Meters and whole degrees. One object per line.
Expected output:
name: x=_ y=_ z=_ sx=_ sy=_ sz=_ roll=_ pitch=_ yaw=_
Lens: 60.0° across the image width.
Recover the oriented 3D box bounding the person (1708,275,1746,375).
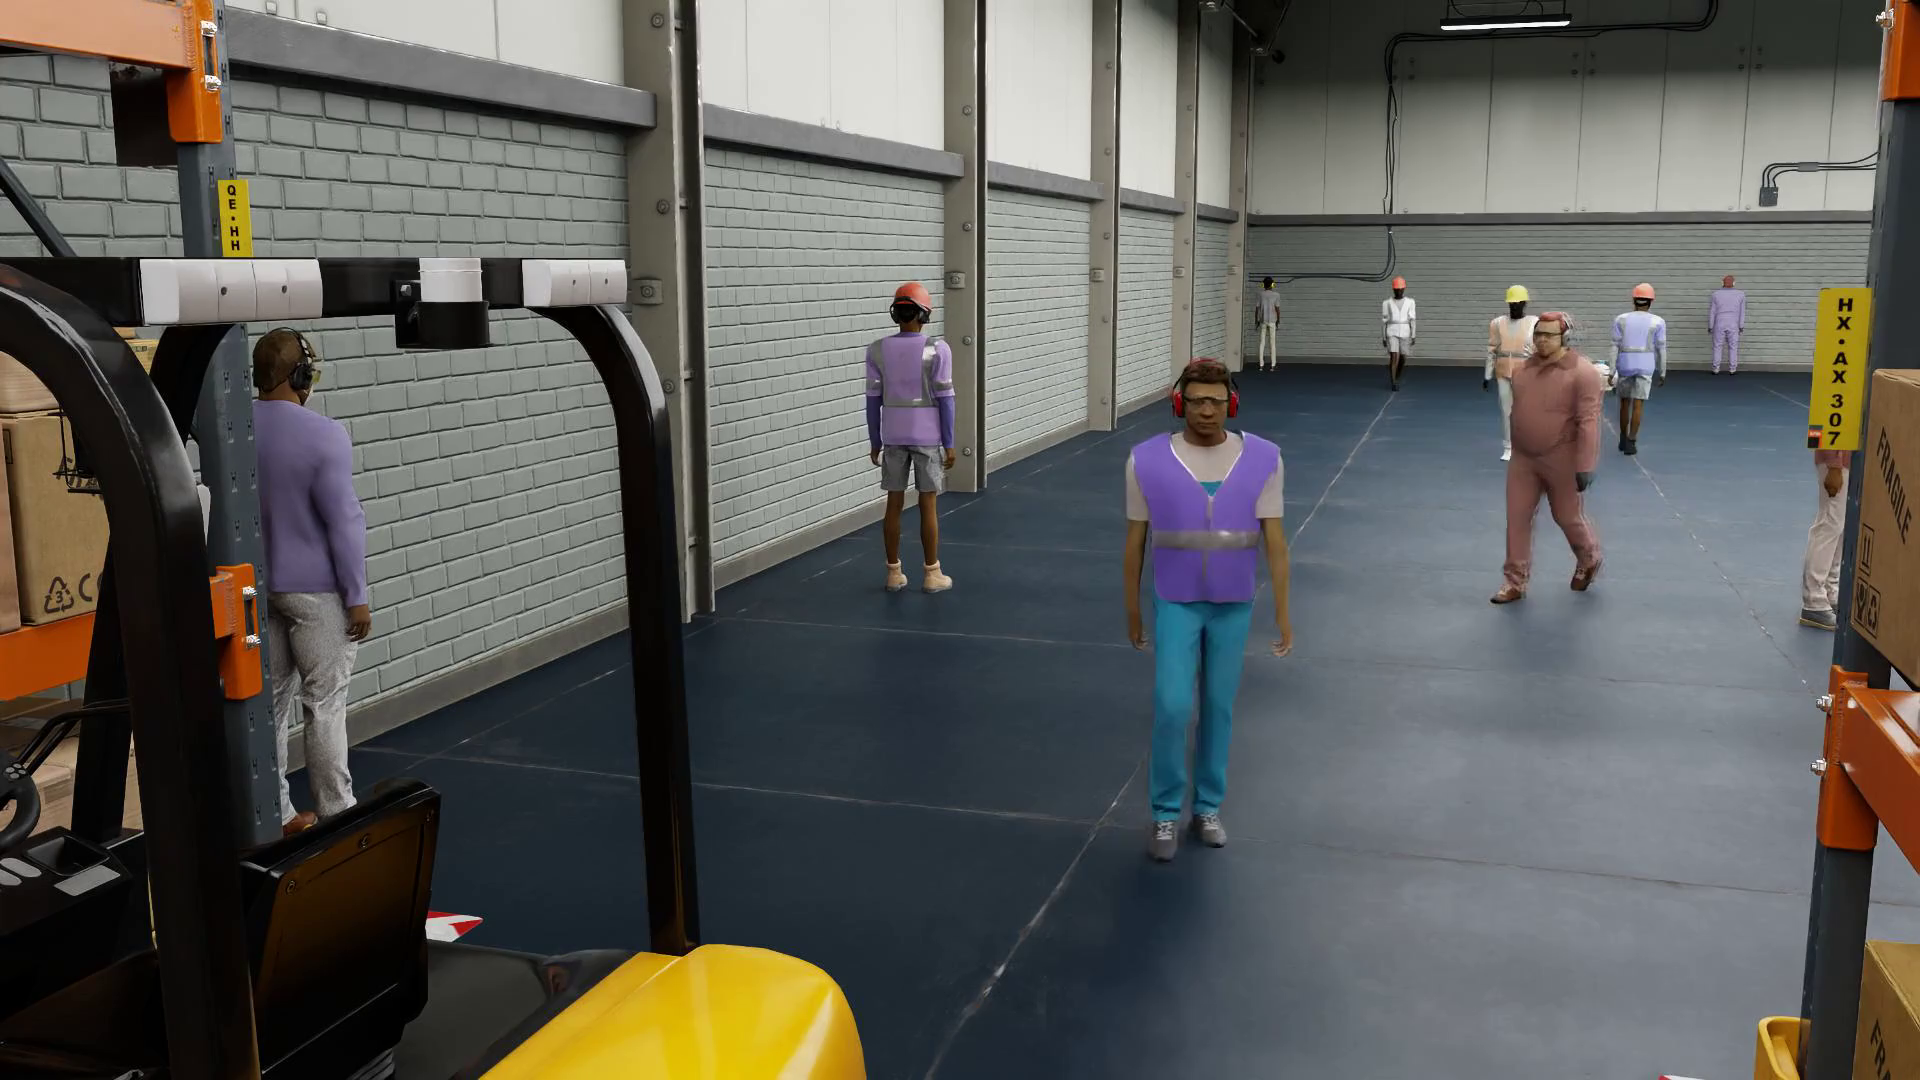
person: x=14.598 y=-4.087 z=31.690 sx=0.641 sy=1.904 sz=0.406 roll=3 pitch=10 yaw=18

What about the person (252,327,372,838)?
person: x=-2.428 y=0.197 z=6.080 sx=0.627 sy=1.936 sz=0.372 roll=3 pitch=10 yaw=18

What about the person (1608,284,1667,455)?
person: x=7.682 y=-1.929 z=18.811 sx=0.582 sy=1.906 sz=0.823 roll=6 pitch=11 yaw=30

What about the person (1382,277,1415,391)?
person: x=7.381 y=-3.482 z=28.067 sx=0.541 sy=1.915 sz=0.852 roll=1 pitch=10 yaw=5

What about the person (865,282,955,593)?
person: x=-0.313 y=-0.666 z=10.919 sx=0.605 sy=2.036 sz=0.388 roll=3 pitch=10 yaw=18

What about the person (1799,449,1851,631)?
person: x=5.269 y=-0.467 z=9.857 sx=0.397 sy=1.992 sz=0.622 roll=8 pitch=13 yaw=41

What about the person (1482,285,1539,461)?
person: x=5.995 y=-1.804 z=18.056 sx=0.598 sy=1.908 sz=0.421 roll=7 pitch=12 yaw=35

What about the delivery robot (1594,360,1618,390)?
delivery robot: x=10.392 y=-2.672 z=26.989 sx=0.477 sy=0.478 sz=0.707 roll=0 pitch=10 yaw=0

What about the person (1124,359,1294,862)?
person: x=0.902 y=0.261 z=6.045 sx=0.592 sy=1.824 sz=0.613 roll=-1 pitch=10 yaw=-3

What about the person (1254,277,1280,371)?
person: x=6.105 y=-4.293 z=33.037 sx=0.519 sy=1.865 sz=0.328 roll=3 pitch=10 yaw=18

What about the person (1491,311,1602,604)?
person: x=3.824 y=-0.541 z=10.695 sx=0.933 sy=1.870 sz=0.645 roll=-8 pitch=12 yaw=-39
